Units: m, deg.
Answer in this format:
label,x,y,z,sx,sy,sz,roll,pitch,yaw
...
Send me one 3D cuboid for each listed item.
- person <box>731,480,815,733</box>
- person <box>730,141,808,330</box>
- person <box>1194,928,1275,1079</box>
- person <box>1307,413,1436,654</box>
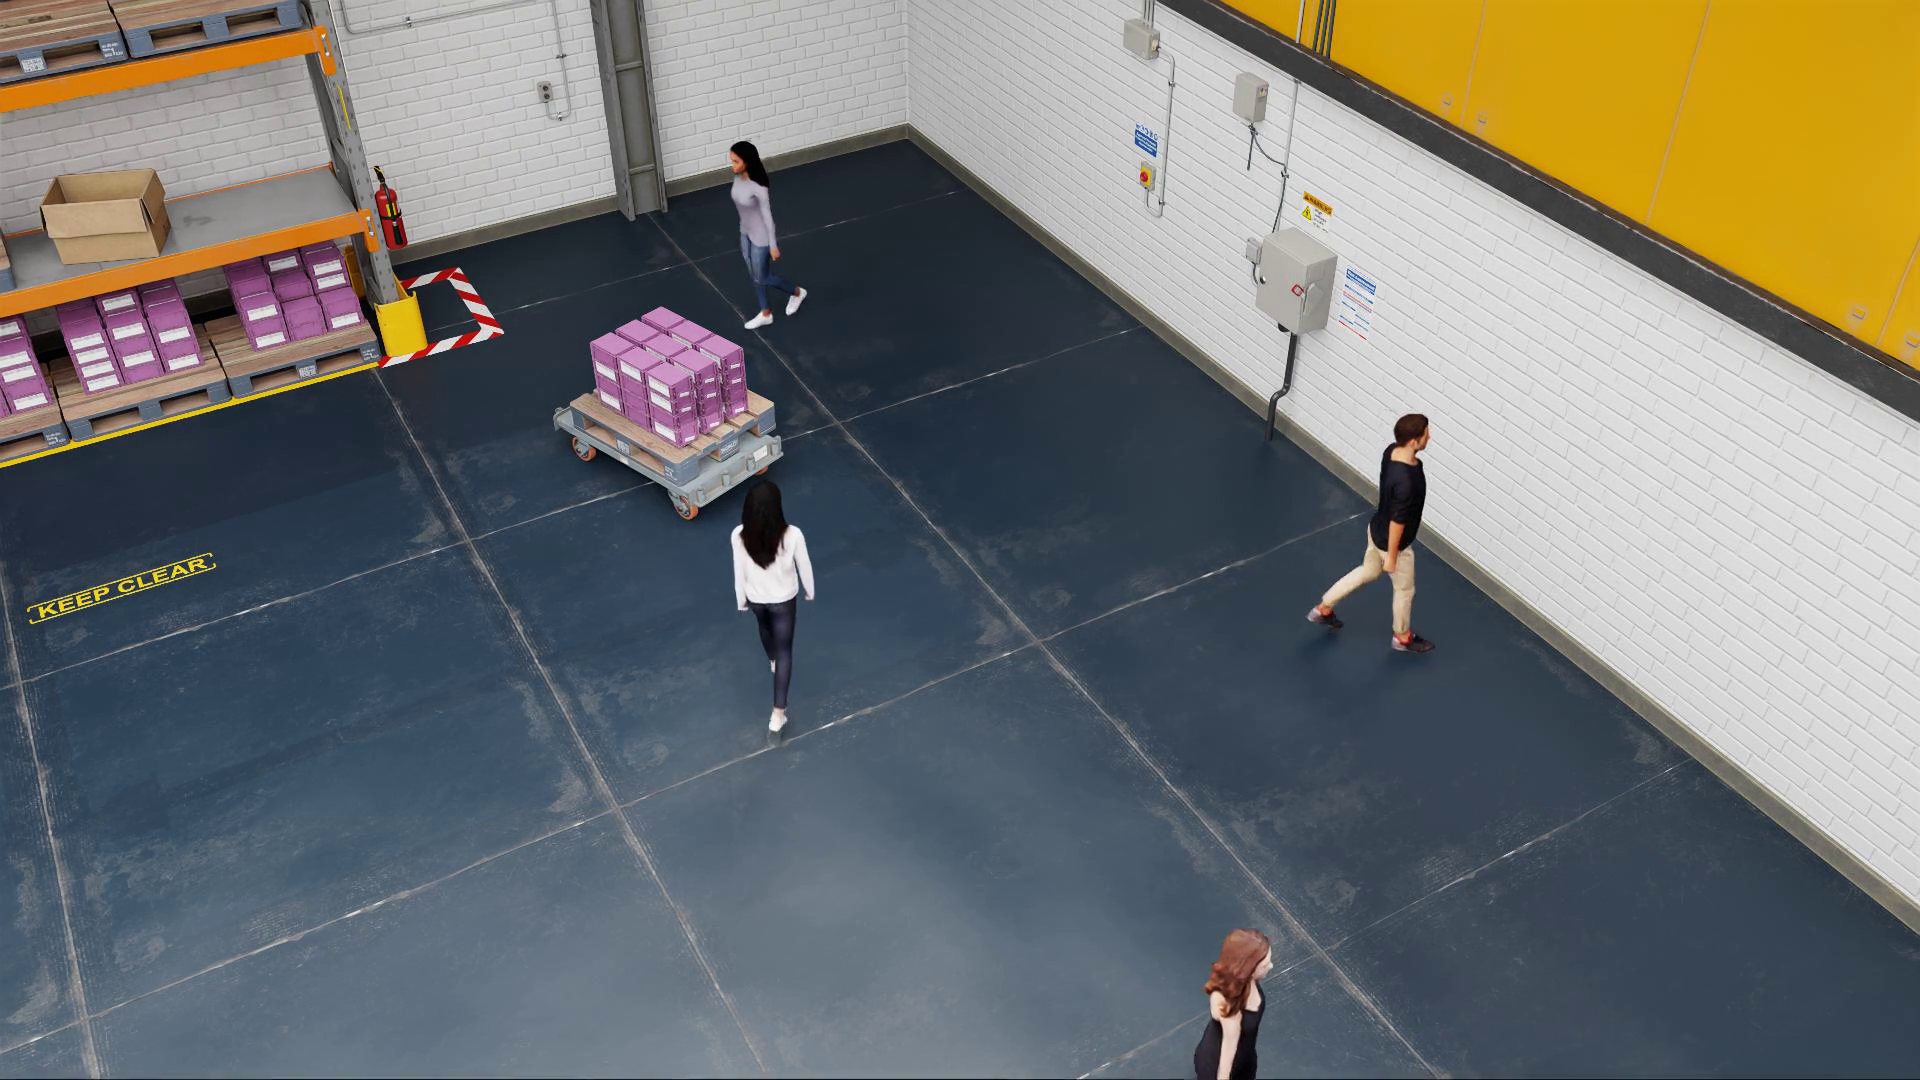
label,x,y,z,sx,sy,sz,roll,pitch,yaw
person,-1.170,0.419,10.225,1.140,1.661,1.079,3,39,4
person,-1.599,-2.571,13.928,0.798,1.713,0.629,-22,44,-25
person,1.135,2.382,7.715,0.975,1.727,0.951,13,40,15
person,2.681,-0.028,10.654,1.186,1.826,1.017,1,39,1
